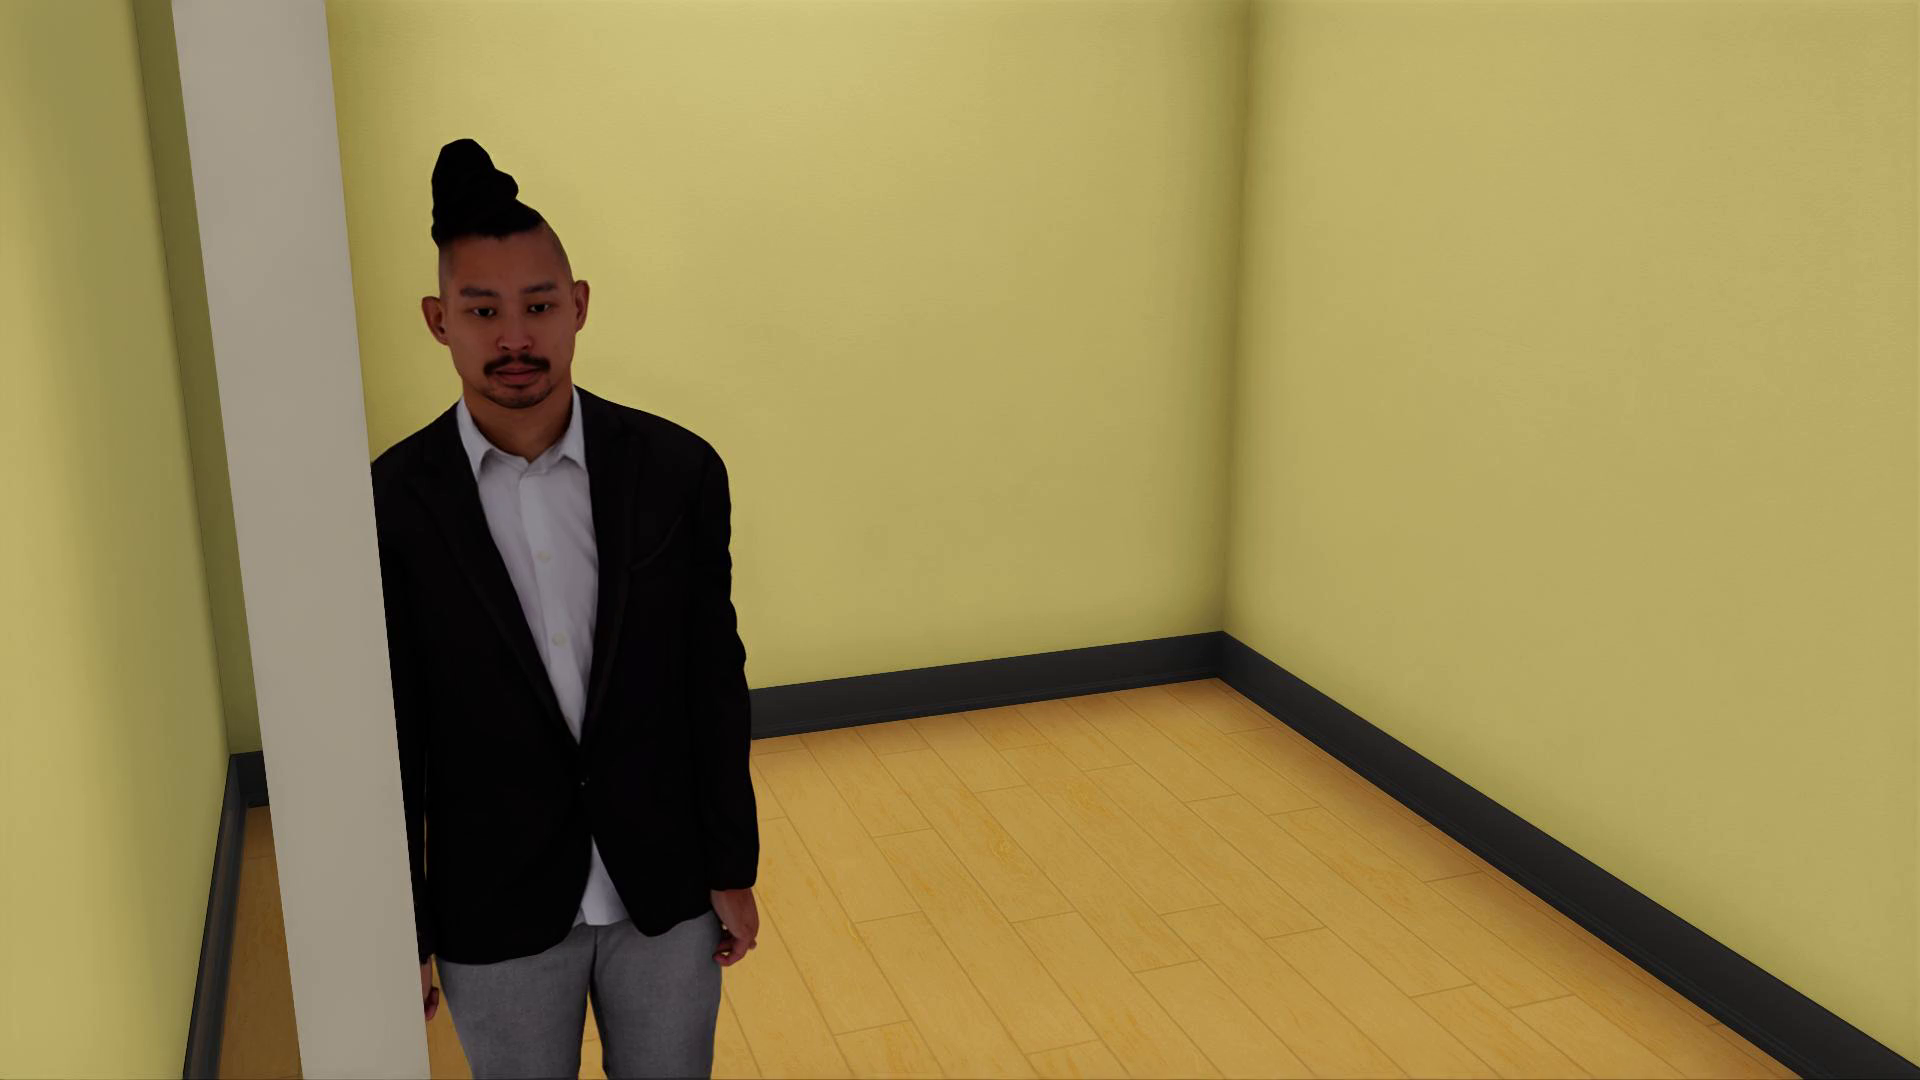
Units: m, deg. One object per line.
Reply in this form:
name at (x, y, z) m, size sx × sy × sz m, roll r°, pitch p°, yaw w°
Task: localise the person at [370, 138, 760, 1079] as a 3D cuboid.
person at (-0.555, 0.432, 2.345) m, size 0.531 × 1.952 × 0.765 m, roll -6°, pitch 17°, yaw -21°
